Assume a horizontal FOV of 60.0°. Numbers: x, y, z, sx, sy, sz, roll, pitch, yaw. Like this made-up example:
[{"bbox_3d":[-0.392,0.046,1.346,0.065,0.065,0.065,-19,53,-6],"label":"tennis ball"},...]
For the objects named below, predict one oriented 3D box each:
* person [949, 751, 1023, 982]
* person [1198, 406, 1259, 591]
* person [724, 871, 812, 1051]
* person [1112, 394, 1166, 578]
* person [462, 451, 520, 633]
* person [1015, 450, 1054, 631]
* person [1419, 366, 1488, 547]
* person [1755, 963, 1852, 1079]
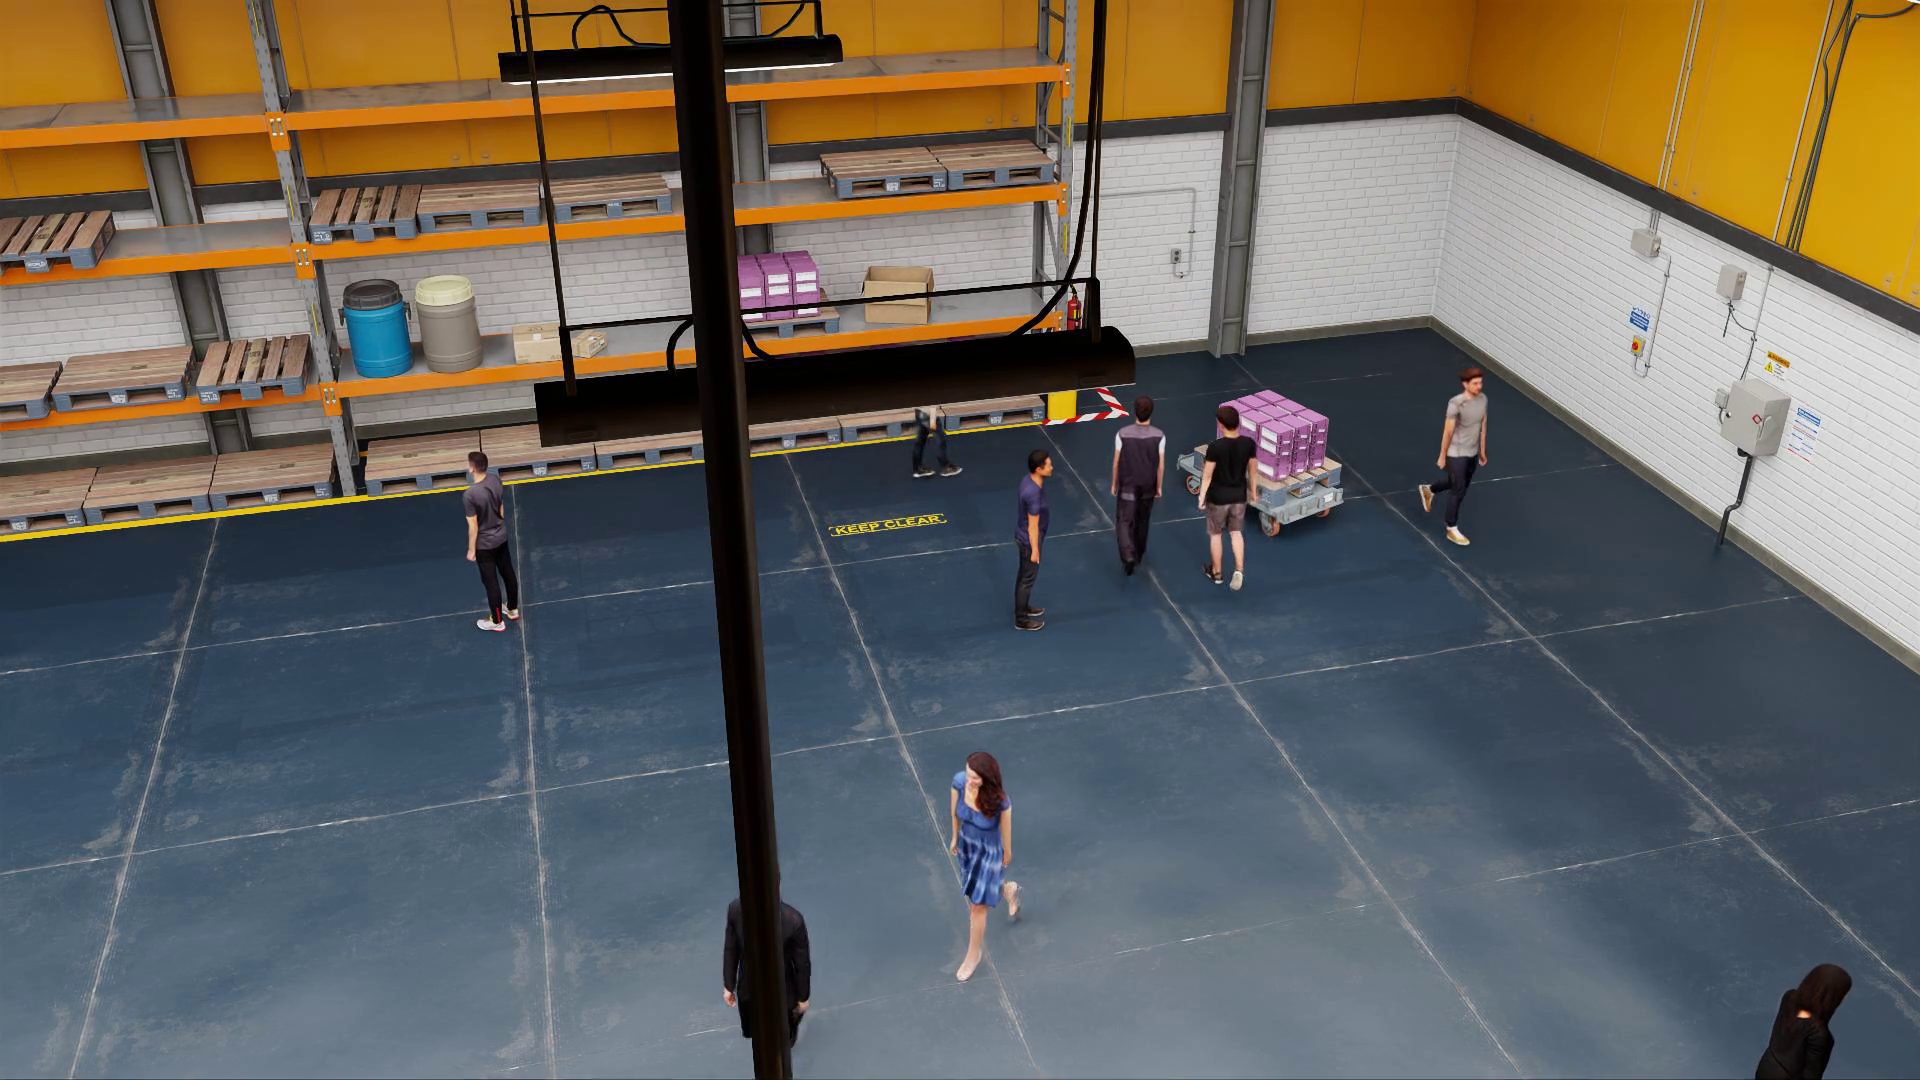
[{"bbox_3d":[0.184,2.112,11.261,1.030,1.779,1.160,21,35,33],"label":"person"},{"bbox_3d":[2.563,-0.361,15.732,0.836,1.838,0.809,-7,29,-12],"label":"person"},{"bbox_3d":[-1.150,2.668,10.141,1.122,1.874,1.126,10,30,18],"label":"person"},{"bbox_3d":[1.708,-0.489,15.976,1.028,1.830,0.908,2,29,3],"label":"person"},{"bbox_3d":[-4.283,-0.001,15.150,0.759,1.764,0.720,13,31,22],"label":"person"},{"bbox_3d":[0.630,-0.023,15.164,0.624,1.789,0.672,-1,29,-2],"label":"person"},{"bbox_3d":[4.970,-0.908,16.702,1.078,1.870,0.912,-16,33,-27],"label":"person"},{"bbox_3d":[4.780,3.091,9.611,0.593,1.641,0.610,-2,29,-3],"label":"person"}]
